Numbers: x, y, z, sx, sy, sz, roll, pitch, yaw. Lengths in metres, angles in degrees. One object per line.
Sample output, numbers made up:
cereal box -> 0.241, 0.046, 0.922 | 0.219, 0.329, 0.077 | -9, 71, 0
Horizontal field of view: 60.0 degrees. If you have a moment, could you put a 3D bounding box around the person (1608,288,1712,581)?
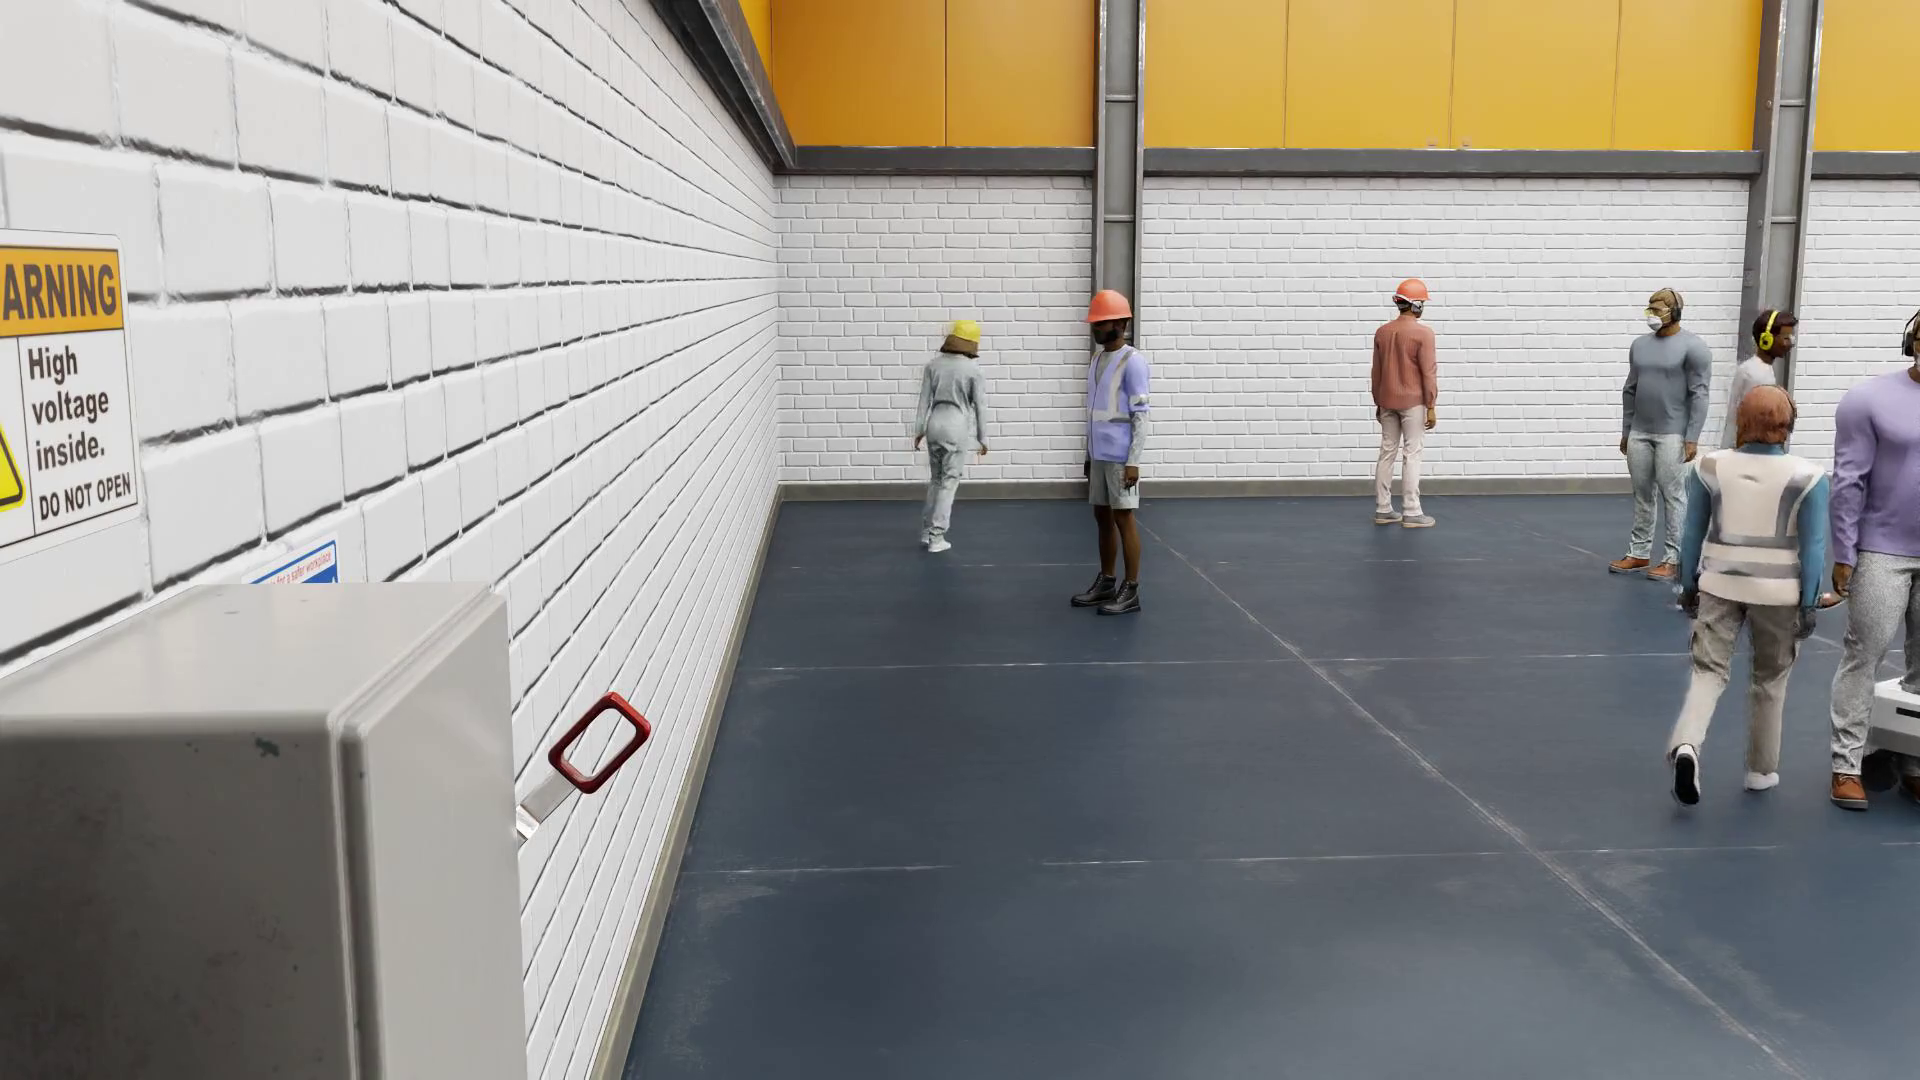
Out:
person -> 4.670, -0.704, 11.098 | 0.358, 1.938, 0.636 | -4, 10, -26

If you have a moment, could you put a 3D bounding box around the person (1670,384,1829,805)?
person -> 2.986, 0.216, 6.336 | 0.526, 1.617, 0.706 | 7, 12, 39

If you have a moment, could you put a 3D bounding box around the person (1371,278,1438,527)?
person -> 3.593, -1.100, 13.406 | 0.381, 1.994, 0.622 | -6, 11, -34

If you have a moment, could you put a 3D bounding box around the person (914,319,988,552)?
person -> -0.066, -0.767, 12.222 | 0.514, 1.694, 0.530 | 5, 10, 28

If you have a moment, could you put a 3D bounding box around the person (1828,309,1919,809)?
person -> 3.604, 0.066, 6.277 | 0.627, 1.936, 0.375 | 2, 9, 9

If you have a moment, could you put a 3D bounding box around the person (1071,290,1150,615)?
person -> 0.890, -0.519, 9.946 | 0.368, 1.934, 0.553 | -4, 10, -26

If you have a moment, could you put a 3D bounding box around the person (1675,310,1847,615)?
person -> 4.767, -0.440, 9.828 | 0.965, 1.809, 0.481 | 2, 9, 15

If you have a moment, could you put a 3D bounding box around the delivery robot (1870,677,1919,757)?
delivery robot -> 3.861, 0.699, 6.325 | 0.477, 0.478, 0.707 | -6, 11, -32
